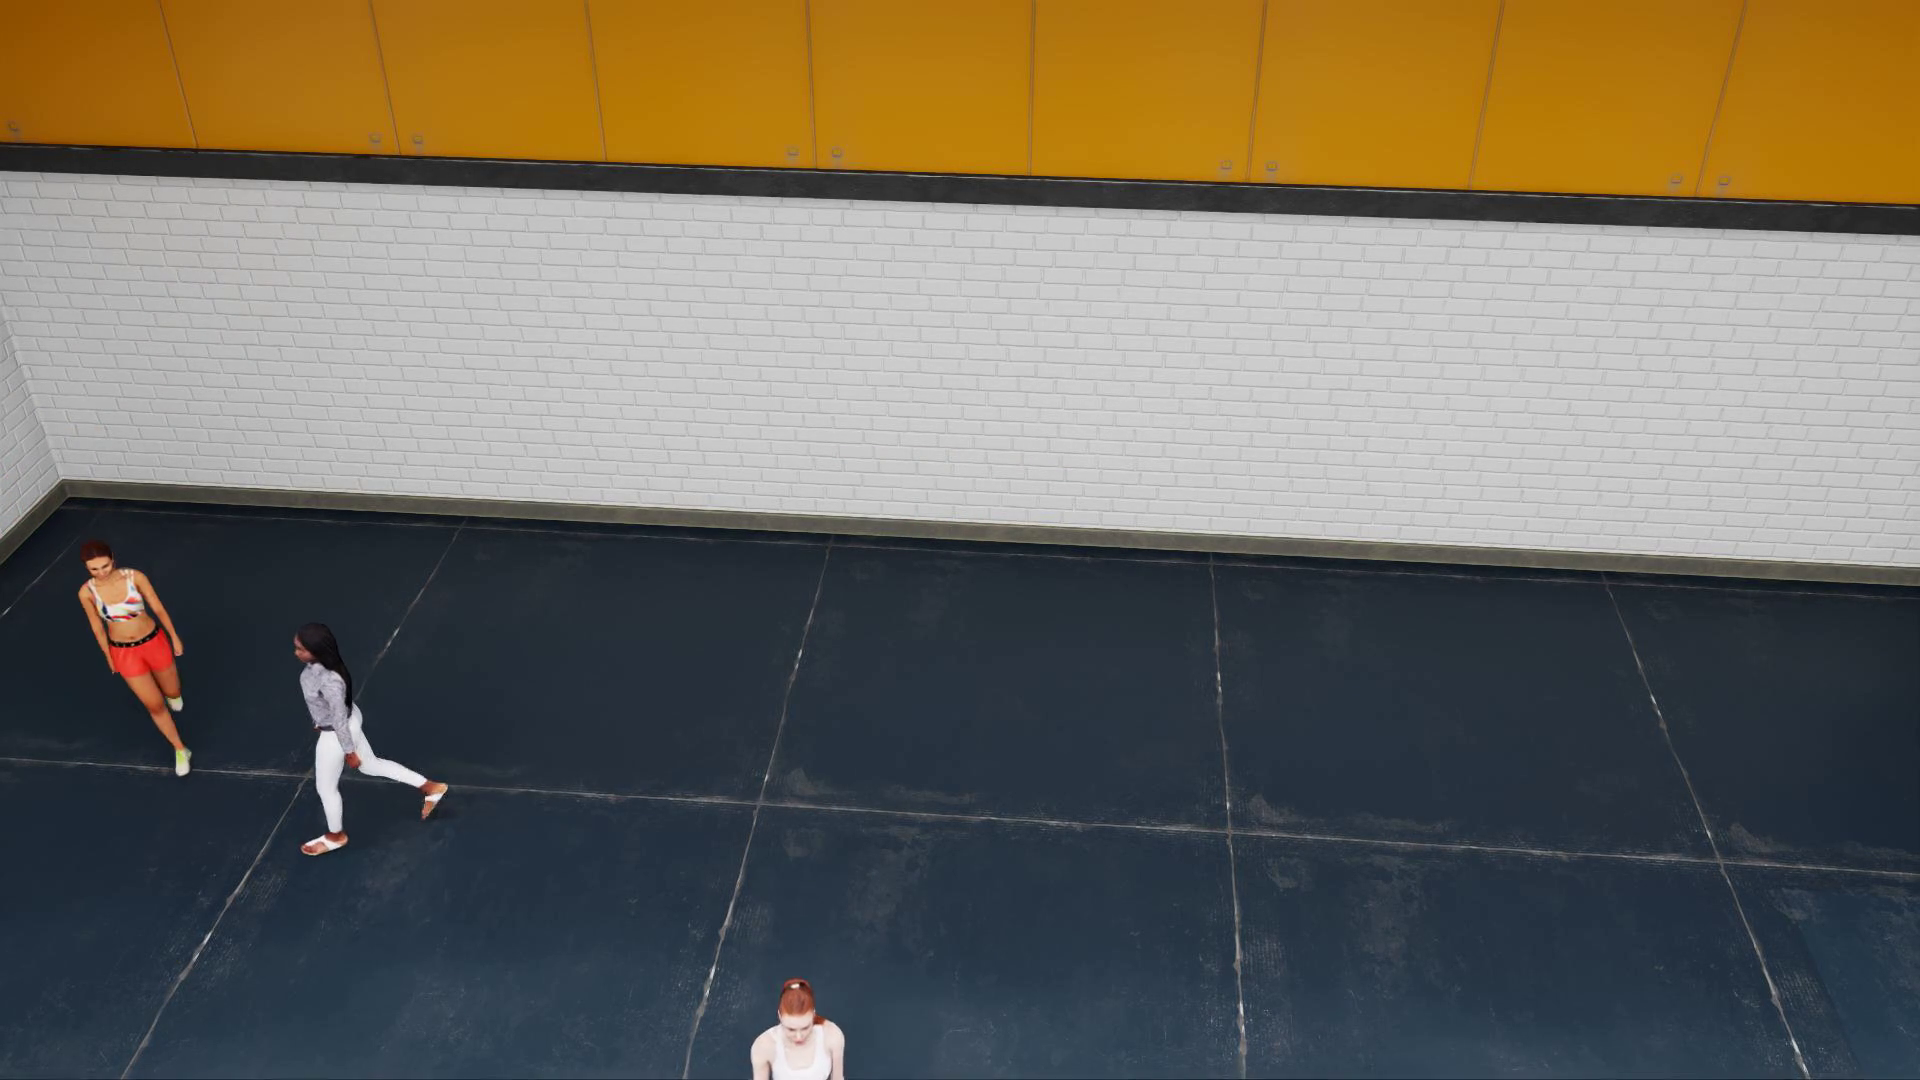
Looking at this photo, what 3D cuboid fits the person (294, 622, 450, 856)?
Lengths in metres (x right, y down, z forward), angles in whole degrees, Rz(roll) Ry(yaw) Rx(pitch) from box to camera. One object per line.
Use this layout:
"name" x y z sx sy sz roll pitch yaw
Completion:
"person" -3.611 1.155 9.967 1.022 1.687 1.165 -12 35 -17

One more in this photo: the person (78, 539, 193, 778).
"person" -5.239 0.664 10.635 0.933 1.765 1.083 -18 38 -25

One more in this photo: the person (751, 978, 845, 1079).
"person" -0.744 2.623 7.746 0.776 1.701 1.226 -4 34 -5
